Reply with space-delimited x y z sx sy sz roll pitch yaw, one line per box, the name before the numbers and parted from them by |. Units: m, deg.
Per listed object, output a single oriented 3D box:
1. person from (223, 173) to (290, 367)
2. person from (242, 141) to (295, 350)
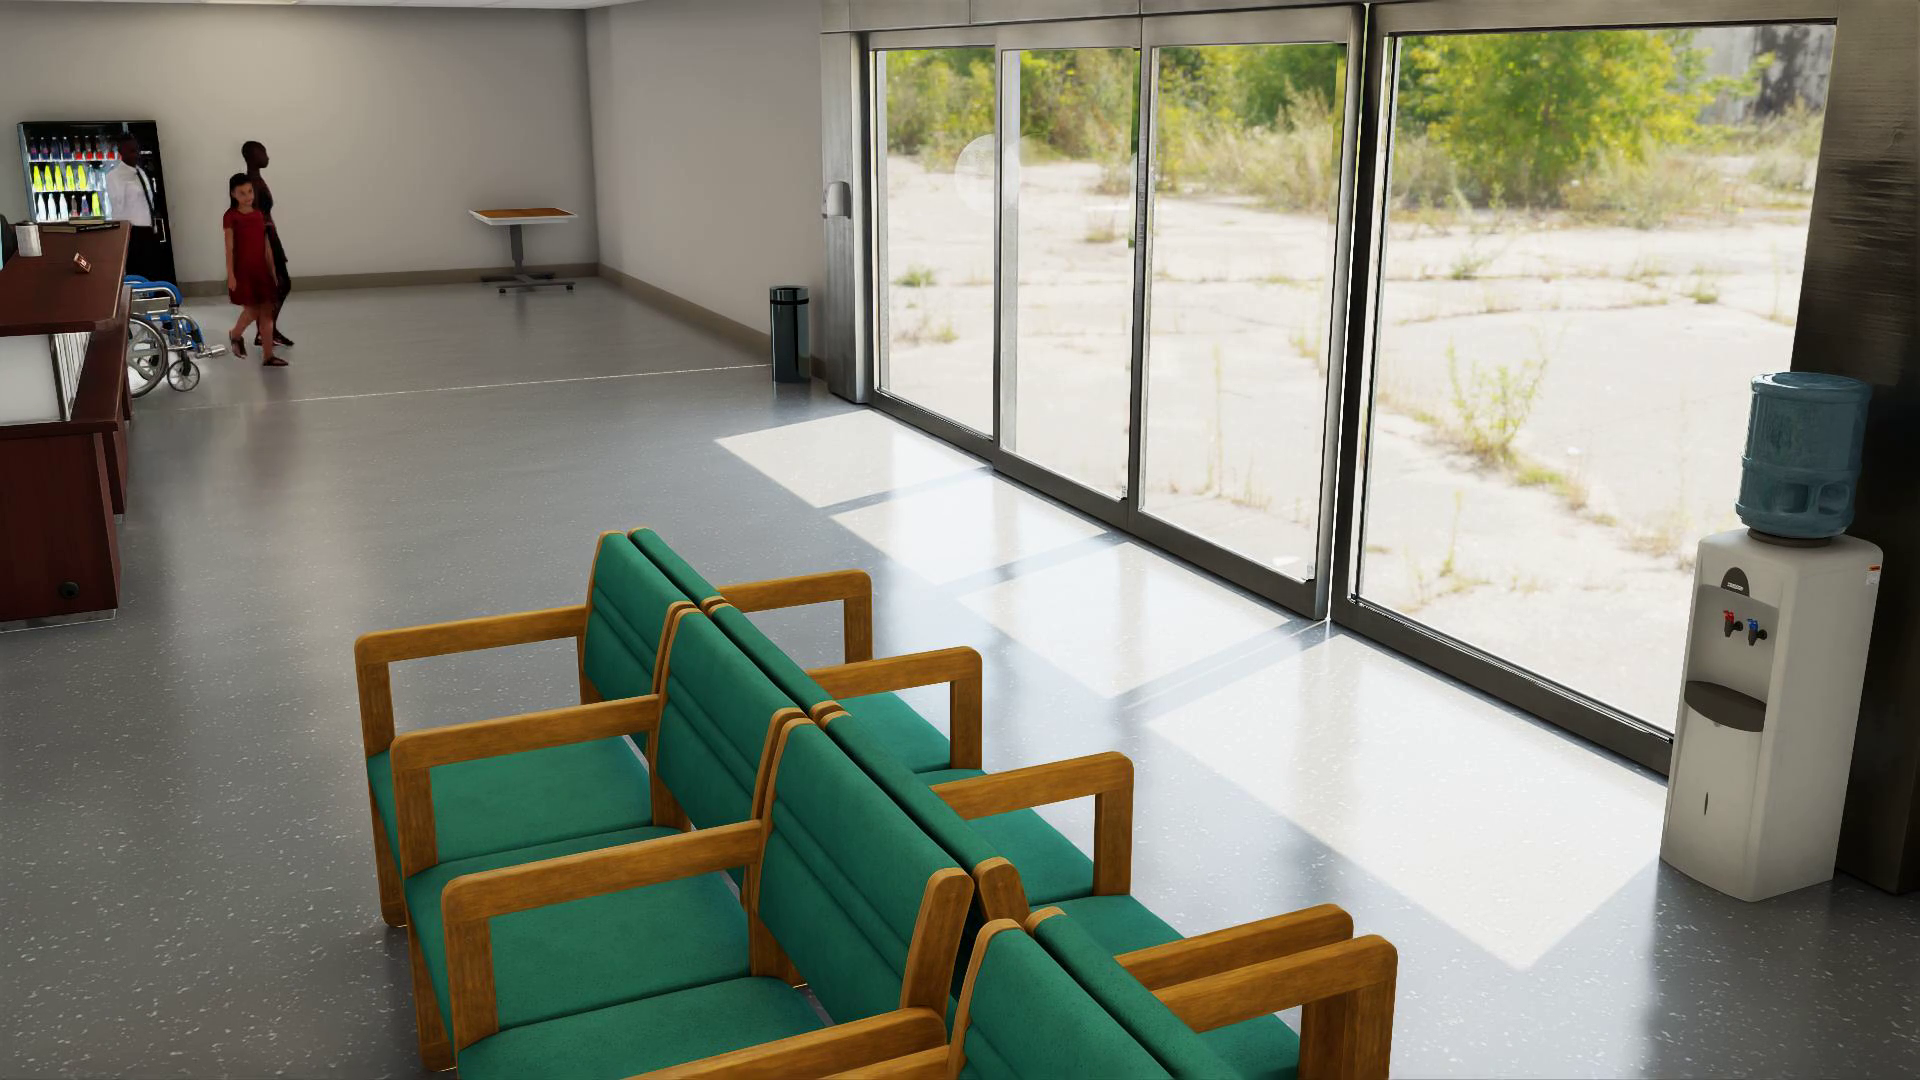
person | -5.707 -2.138 13.254 0.871 1.543 0.844 8 17 25
person | -6.019 -2.484 14.111 0.638 1.752 0.635 -4 16 -15
